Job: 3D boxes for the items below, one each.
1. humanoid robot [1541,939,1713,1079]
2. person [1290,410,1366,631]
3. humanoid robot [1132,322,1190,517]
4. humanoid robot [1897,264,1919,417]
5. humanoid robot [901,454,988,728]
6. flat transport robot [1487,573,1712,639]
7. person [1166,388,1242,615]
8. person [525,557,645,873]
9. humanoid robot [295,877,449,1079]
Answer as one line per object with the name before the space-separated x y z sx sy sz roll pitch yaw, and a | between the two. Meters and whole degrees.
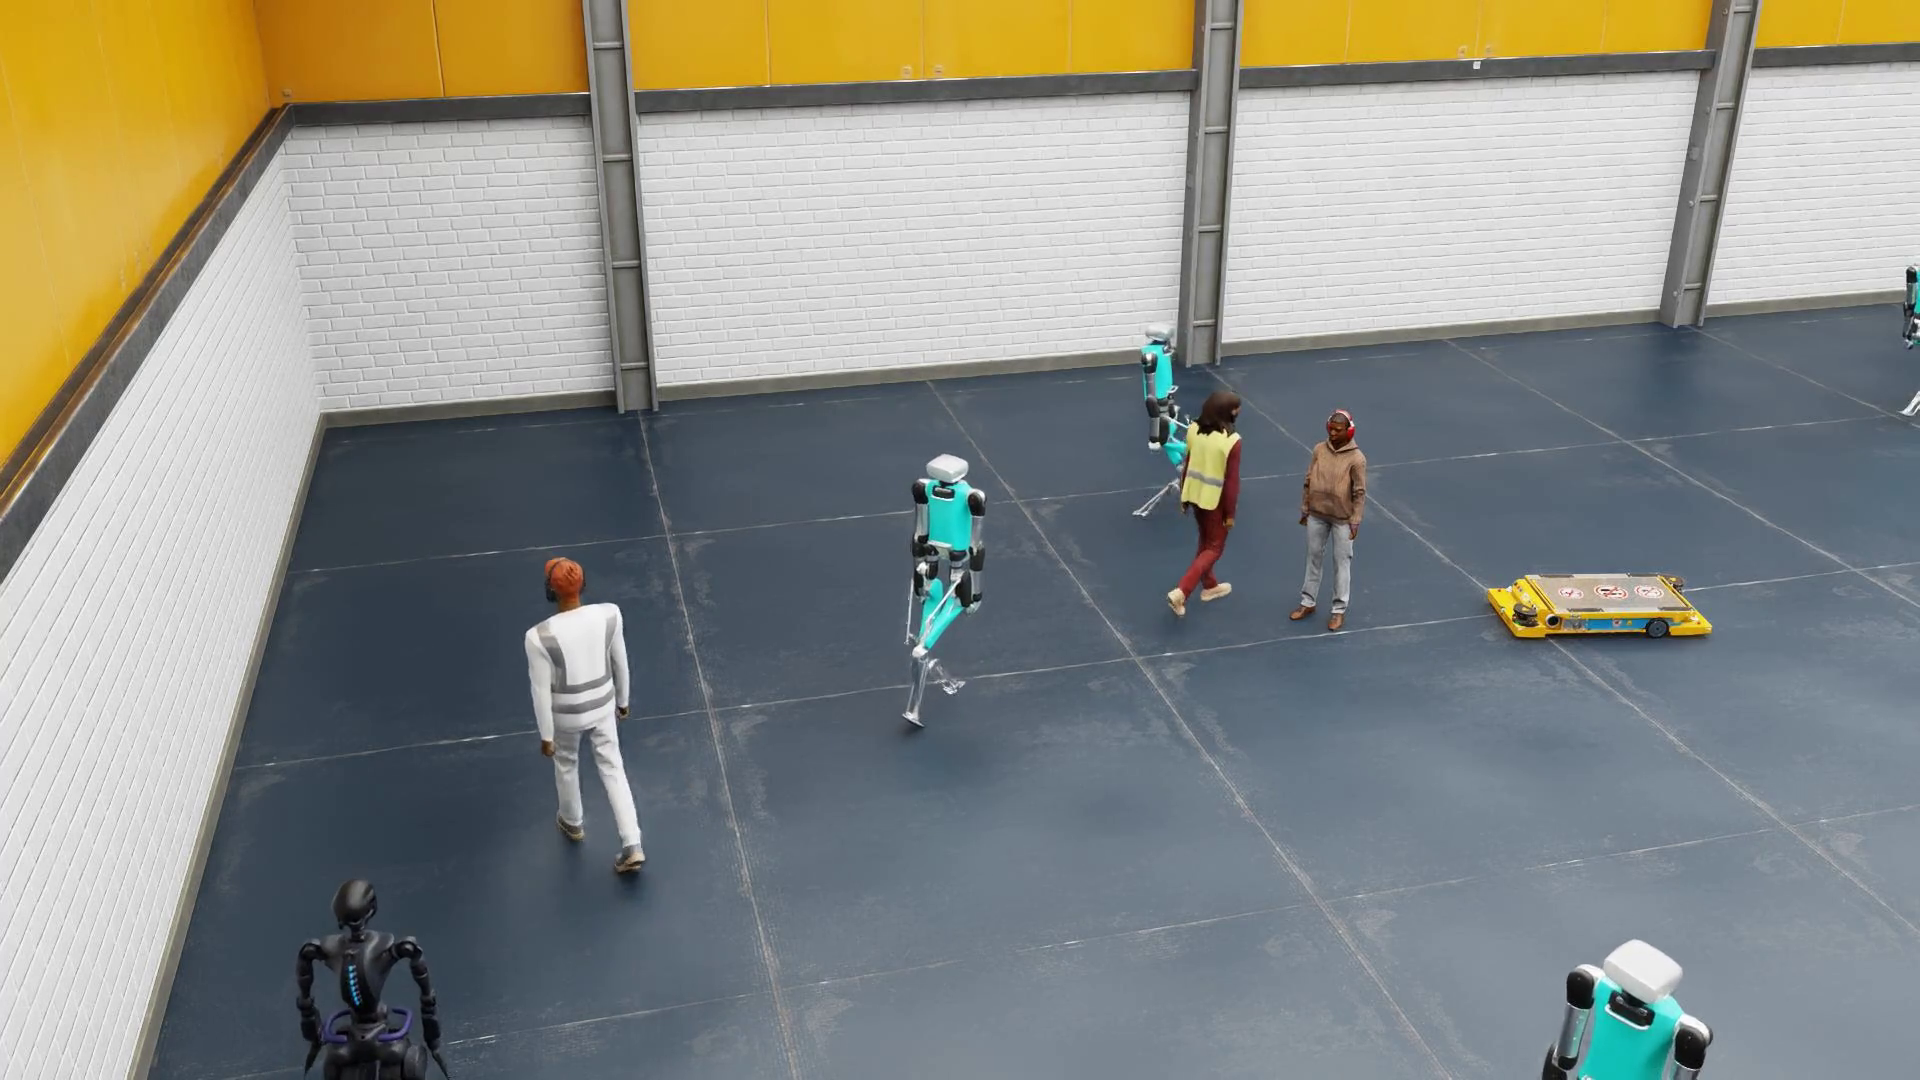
humanoid robot | 2.282 2.412 6.191 0.759 1.884 0.541 -21 31 -39
person | 2.688 -0.161 12.006 0.458 1.651 0.335 16 28 32
humanoid robot | 1.894 -0.884 13.653 1.065 1.784 0.530 9 25 19
humanoid robot | 9.476 -2.011 16.106 0.991 1.716 0.550 -17 29 -34
humanoid robot | -0.223 0.399 10.694 0.530 1.783 1.003 13 27 28
flat transport robot | 4.702 0.486 12.255 1.431 0.231 0.659 -1 24 -2
person | 1.791 -0.266 12.138 0.764 1.748 0.484 -20 30 -37
person | -2.073 0.962 9.207 0.576 1.852 0.908 -15 28 -30
humanoid robot | -2.434 2.108 6.832 0.595 1.649 0.427 -2 24 -5
